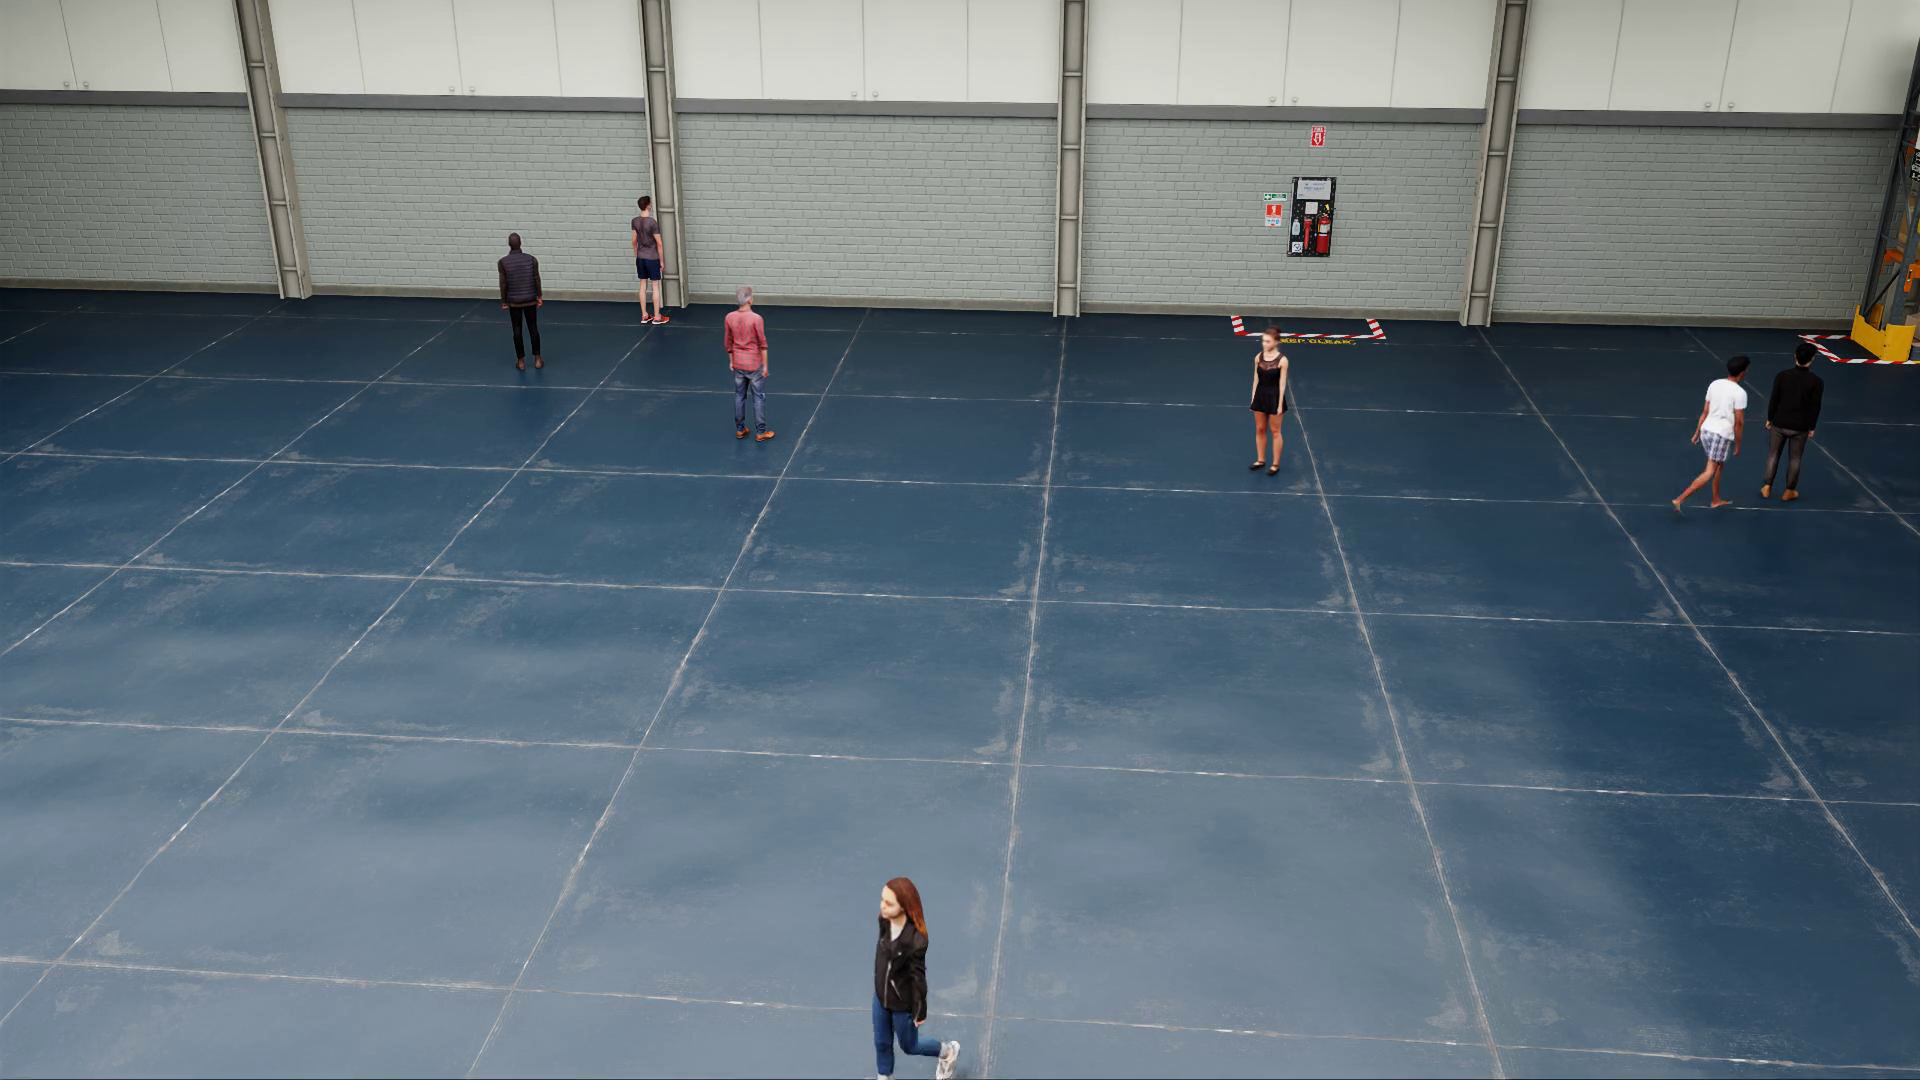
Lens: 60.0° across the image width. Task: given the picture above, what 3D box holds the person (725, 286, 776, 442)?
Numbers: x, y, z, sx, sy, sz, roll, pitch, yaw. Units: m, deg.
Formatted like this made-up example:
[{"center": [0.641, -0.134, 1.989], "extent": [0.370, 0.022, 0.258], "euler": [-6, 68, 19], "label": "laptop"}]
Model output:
[{"center": [-2.493, -2.078, 19.539], "extent": [0.615, 1.831, 0.810], "euler": [10, 25, 22], "label": "person"}]

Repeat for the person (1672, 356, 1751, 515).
[{"center": [7.826, -1.051, 17.300], "extent": [1.203, 1.694, 0.956], "euler": [-8, 24, -18], "label": "person"}]

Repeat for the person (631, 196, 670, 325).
[{"center": [-4.544, -4.079, 24.219], "extent": [0.605, 1.850, 0.782], "euler": [10, 25, 23], "label": "person"}]

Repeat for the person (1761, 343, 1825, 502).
[{"center": [8.893, -1.271, 17.781], "extent": [0.659, 1.722, 0.783], "euler": [16, 28, 32], "label": "person"}]

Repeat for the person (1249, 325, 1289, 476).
[{"center": [3.455, -1.569, 18.535], "extent": [0.671, 1.680, 0.751], "euler": [19, 30, 38], "label": "person"}]

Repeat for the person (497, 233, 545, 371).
[{"center": [-5.832, -3.184, 22.134], "extent": [0.667, 1.835, 0.832], "euler": [-7, 24, -17], "label": "person"}]

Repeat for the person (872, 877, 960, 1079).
[{"center": [-0.285, 2.499, 9.243], "extent": [0.961, 1.467, 0.886], "euler": [-17, 28, -34], "label": "person"}]
